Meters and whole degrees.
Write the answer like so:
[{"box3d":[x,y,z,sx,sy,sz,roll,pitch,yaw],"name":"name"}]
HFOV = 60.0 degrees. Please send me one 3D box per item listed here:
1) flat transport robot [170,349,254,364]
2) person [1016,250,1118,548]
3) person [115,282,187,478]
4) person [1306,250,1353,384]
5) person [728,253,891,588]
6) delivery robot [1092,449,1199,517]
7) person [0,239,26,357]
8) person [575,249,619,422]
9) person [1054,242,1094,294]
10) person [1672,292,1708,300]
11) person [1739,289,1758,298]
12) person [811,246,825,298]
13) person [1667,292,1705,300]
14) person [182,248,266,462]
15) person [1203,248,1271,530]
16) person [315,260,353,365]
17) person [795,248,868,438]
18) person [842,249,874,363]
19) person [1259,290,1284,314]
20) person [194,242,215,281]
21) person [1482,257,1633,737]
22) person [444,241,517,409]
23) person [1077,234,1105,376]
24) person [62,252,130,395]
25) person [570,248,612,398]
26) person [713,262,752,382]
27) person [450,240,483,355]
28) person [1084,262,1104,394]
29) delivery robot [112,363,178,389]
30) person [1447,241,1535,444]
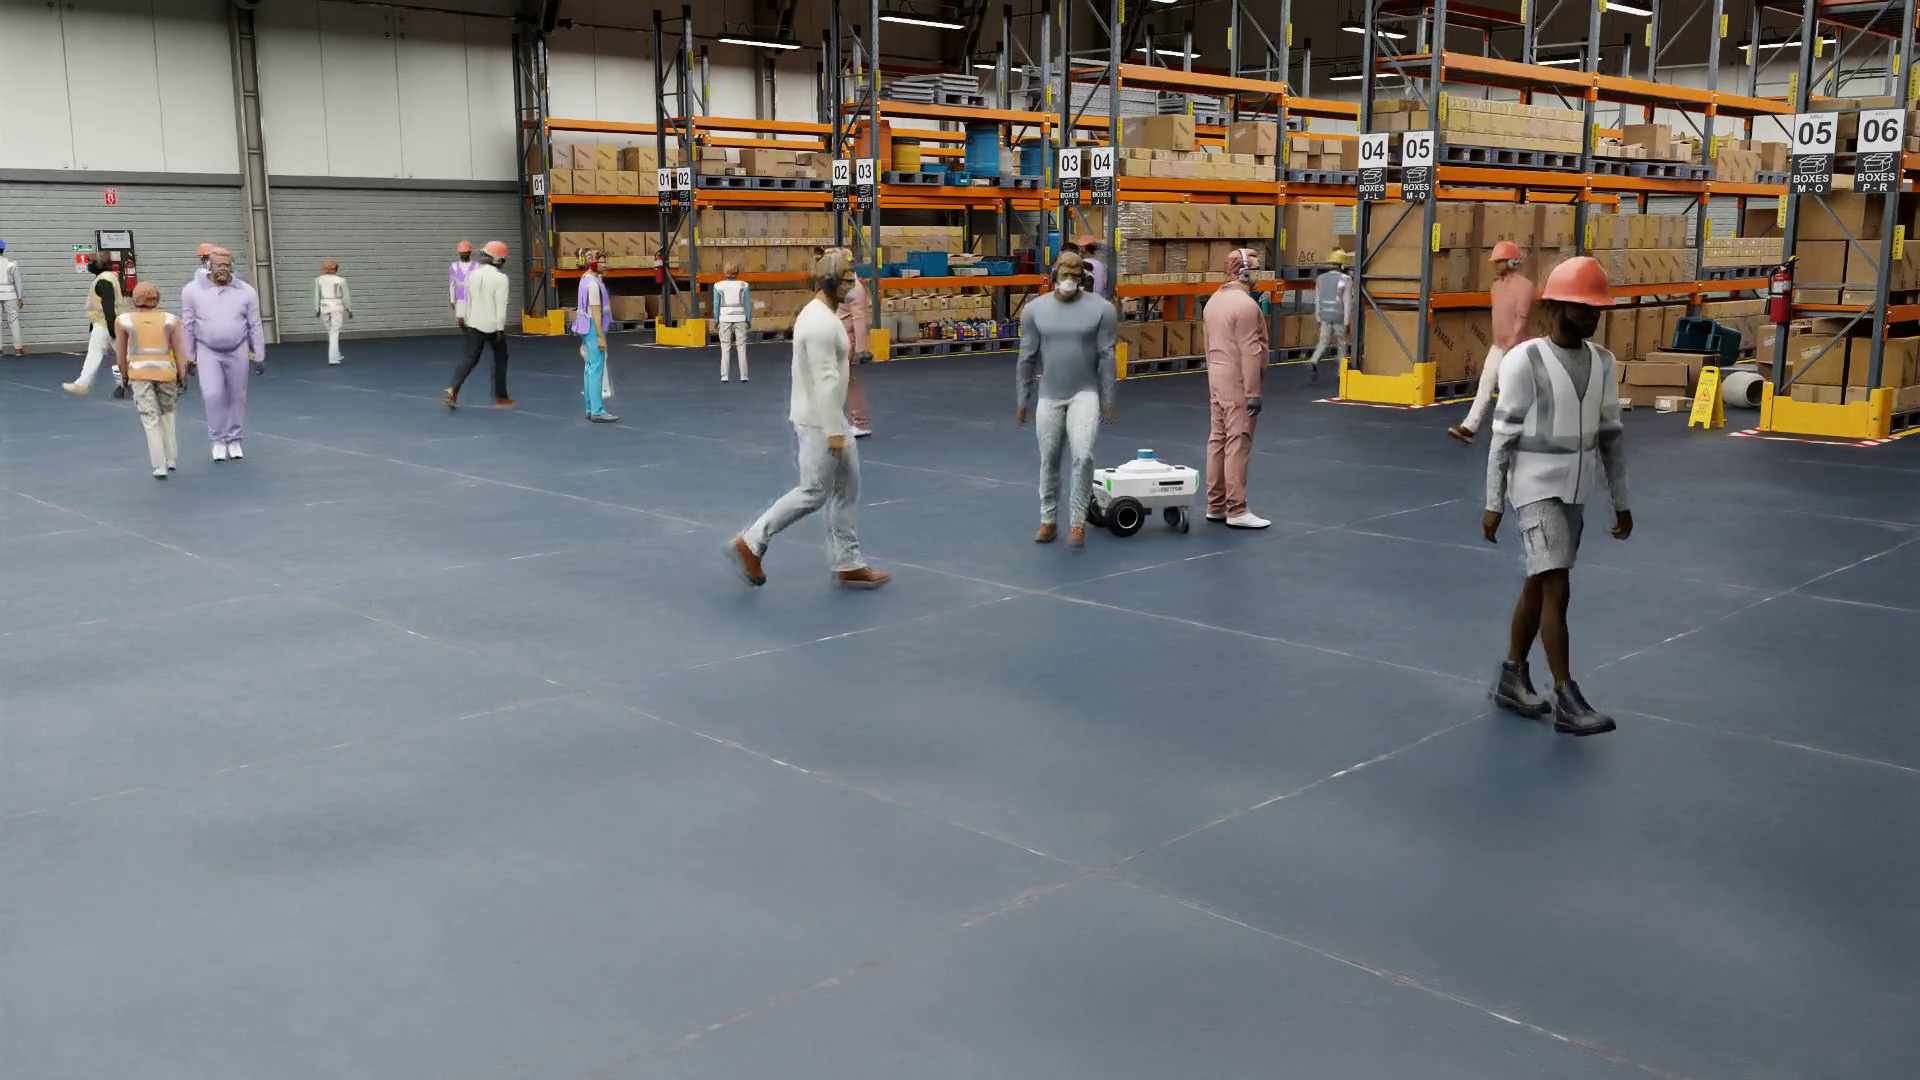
[{"box3d":[-11.919,-2.935,26.380,0.652,0.197,1.431,5,11,24],"name":"flat transport robot"},{"box3d":[0.681,-0.891,10.680,0.678,1.895,0.816,2,11,11],"name":"person"},{"box3d":[-6.753,-1.339,13.885,0.509,1.612,0.636,-7,13,-35],"name":"person"},{"box3d":[5.036,-3.019,22.539,0.775,1.808,0.599,-10,14,-42],"name":"person"},{"box3d":[-0.860,-0.658,9.388,0.843,1.911,0.626,0,10,2],"name":"person"},{"box3d":[1.270,-0.380,11.413,0.707,0.478,0.477,-3,11,-17],"name":"delivery robot"},{"box3d":[-15.897,-4.022,27.609,0.609,1.946,0.405,-4,11,-23],"name":"person"},{"box3d":[-3.967,-2.217,18.048,0.390,1.846,0.564,-4,11,-22],"name":"person"},{"box3d":[1.328,-2.551,19.687,0.395,1.915,0.587,-10,15,-44],"name":"person"},{"box3d":[13.966,-4.750,31.905,0.967,1.845,0.575,-6,12,-30],"name":"person"},{"box3d":[14.940,-4.590,31.657,0.803,1.599,0.508,-5,11,-25],"name":"person"},{"box3d":[-2.309,-4.090,28.374,0.514,1.817,0.974,4,11,23],"name":"person"},{"box3d":[13.452,-4.561,30.638,0.836,1.911,0.638,-7,13,-35],"name":"person"},{"box3d":[-6.527,-1.639,14.792,0.667,1.876,0.816,-5,12,-27],"name":"person"},{"box3d":[1.931,-1.048,11.508,0.405,1.911,0.636,-3,11,-16],"name":"person"},{"box3d":[-9.734,-3.560,25.983,0.546,1.607,0.744,2,11,10],"name":"person"},{"box3d":[-1.291,-1.902,16.265,0.944,1.860,0.665,-7,12,-32],"name":"person"},{"box3d":[-1.778,-3.668,26.121,0.915,1.780,0.621,9,14,42],"name":"person"},{"box3d":[5.462,-4.226,29.212,0.308,1.772,0.525,-8,13,-38],"name":"person"},{"box3d":[-10.308,-3.163,23.064,0.885,1.910,0.555,5,11,24],"name":"person"},{"box3d":[2.491,-0.166,6.692,0.578,1.905,0.859,-5,11,-25],"name":"person"},{"box3d":[-5.523,-2.470,19.169,0.654,1.942,0.952,5,12,26],"name":"person"},{"box3d":[1.822,-3.206,22.984,0.658,2.013,0.653,7,13,34],"name":"person"},{"box3d":[-10.892,-2.751,21.115,0.963,1.792,0.622,-4,11,-19],"name":"person"},{"box3d":[-4.576,-2.681,20.572,0.546,1.842,0.563,0,10,2],"name":"person"},{"box3d":[-3.115,-2.982,22.785,0.523,1.640,0.306,-2,11,-9],"name":"person"},{"box3d":[-8.302,-4.091,28.063,0.559,1.922,0.647,-1,10,-5],"name":"person"},{"box3d":[1.552,-2.617,20.691,0.586,1.665,0.656,-9,14,-41],"name":"person"},{"box3d":[-10.169,-2.094,20.761,0.477,0.478,0.707,8,13,36],"name":"delivery robot"},{"box3d":[5.227,-1.869,15.910,1.016,1.938,0.617,-4,11,-23],"name":"person"}]
